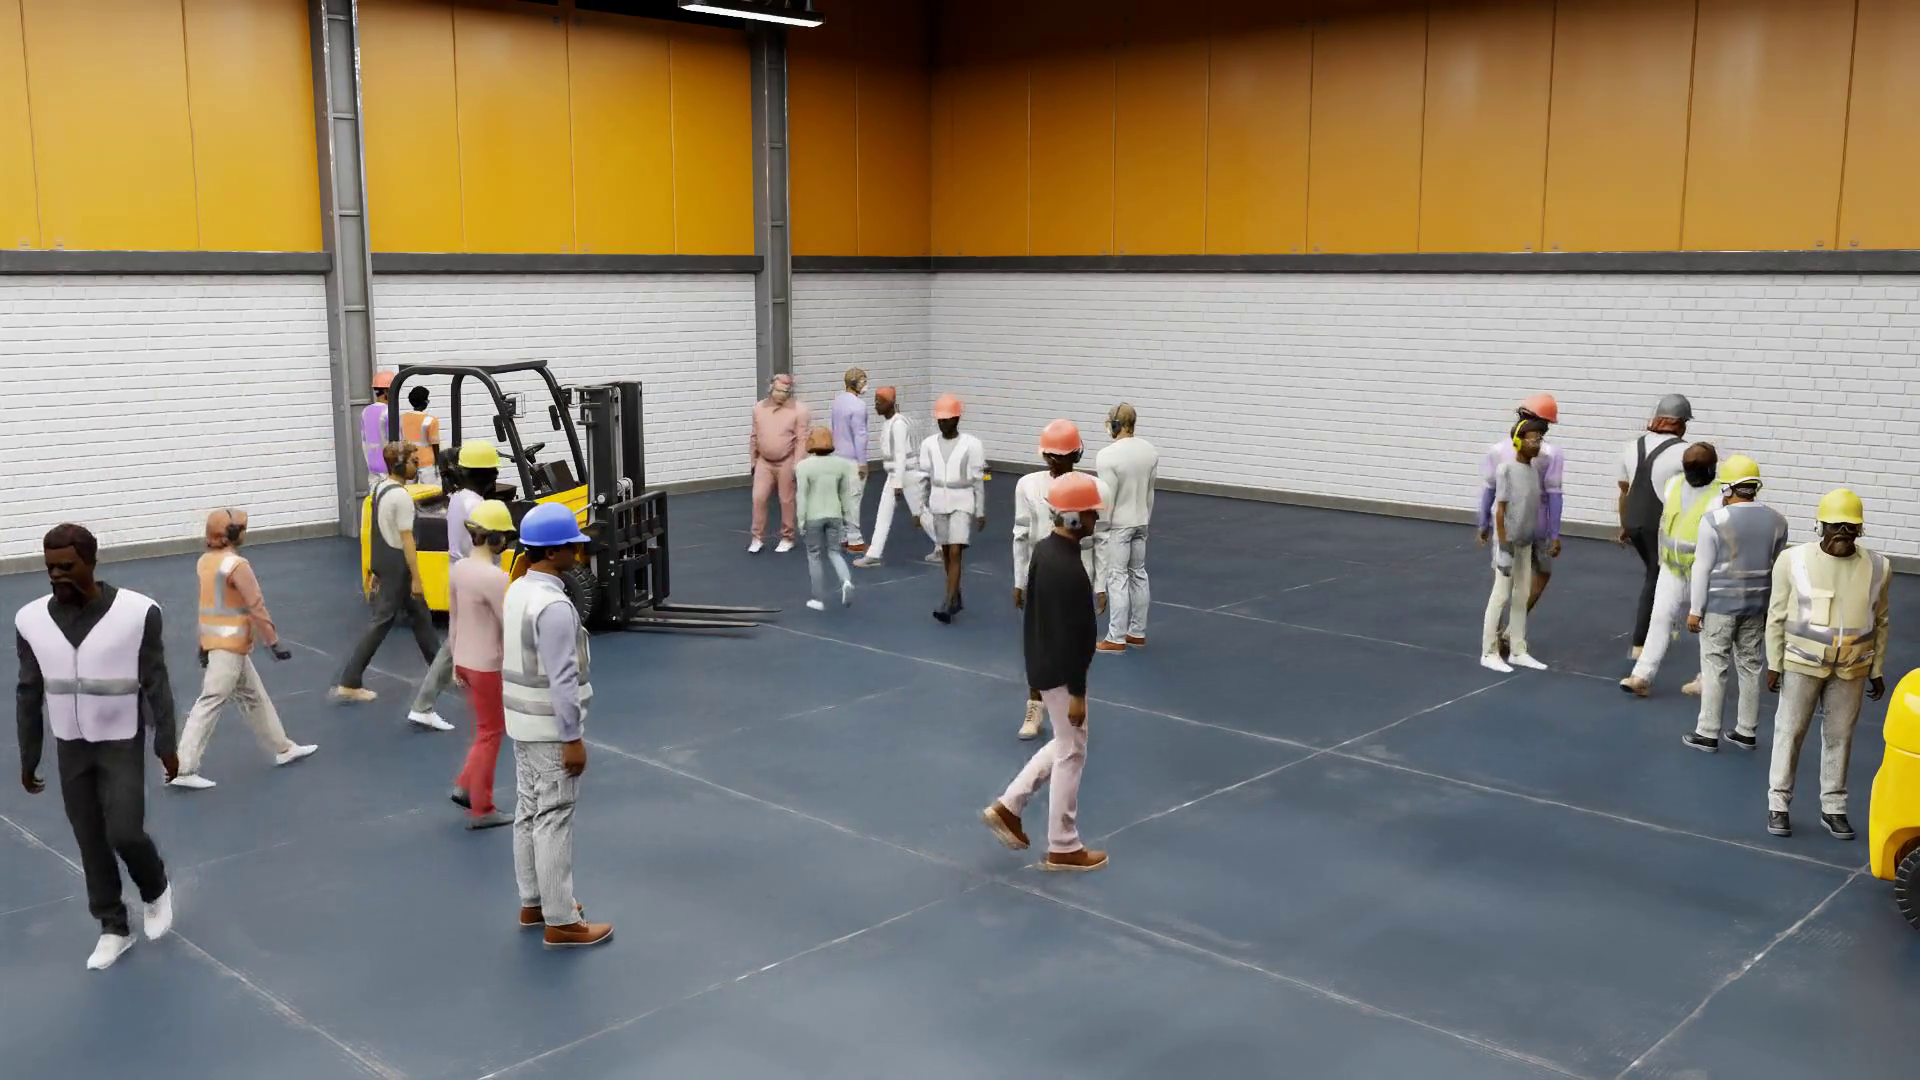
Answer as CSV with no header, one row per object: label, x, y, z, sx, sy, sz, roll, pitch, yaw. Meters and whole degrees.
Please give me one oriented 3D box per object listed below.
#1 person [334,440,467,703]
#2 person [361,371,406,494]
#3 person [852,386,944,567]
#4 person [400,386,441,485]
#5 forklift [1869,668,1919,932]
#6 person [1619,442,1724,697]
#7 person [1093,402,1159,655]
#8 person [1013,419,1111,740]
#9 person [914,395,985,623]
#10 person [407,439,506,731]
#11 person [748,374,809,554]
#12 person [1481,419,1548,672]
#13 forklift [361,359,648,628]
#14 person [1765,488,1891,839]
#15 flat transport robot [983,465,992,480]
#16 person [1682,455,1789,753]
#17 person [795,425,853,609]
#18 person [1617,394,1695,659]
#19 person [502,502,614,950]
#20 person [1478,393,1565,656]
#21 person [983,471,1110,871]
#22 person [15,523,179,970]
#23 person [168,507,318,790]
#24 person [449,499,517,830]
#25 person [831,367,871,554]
person,-3.880,0.210,11.416,0.989,1.793,0.520,-6,11,-34
person,-5.748,-0.729,16.705,0.549,1.934,0.374,7,11,36
person,-0.531,-0.630,16.528,1.054,1.813,0.585,-4,10,-22
person,-5.855,-0.820,18.023,0.530,1.690,0.321,3,10,15
forklift,5.205,0.723,7.013,2.313,2.155,1.214,9,13,43
person,4.940,0.220,11.341,0.922,1.786,0.685,-5,11,-30
person,1.248,-0.088,12.764,0.372,1.940,0.632,9,13,44
person,0.624,0.257,10.366,0.606,2.033,0.403,2,9,12
person,-0.126,-0.256,13.925,0.567,1.890,0.958,4,10,22
person,-3.103,0.293,10.620,0.966,1.886,0.598,-6,11,-31
person,-1.904,-0.770,17.154,0.665,1.873,0.720,3,10,15
person,4.096,0.042,12.229,0.524,1.862,0.335,-7,12,-38
forklift,-3.850,-0.407,13.936,2.313,2.155,1.214,2,9,11
person,4.491,0.639,8.624,0.586,1.835,0.403,2,9,11
flat transport robot,0.032,-1.017,23.560,0.652,0.197,1.431,-1,9,-6
person,4.731,0.391,10.186,0.590,1.826,0.403,-2,9,-12
person,-1.153,-0.175,14.290,0.502,1.618,0.525,-6,11,-31
person,5.440,-0.125,12.676,0.852,2.000,0.691,-3,10,-20
person,-1.791,0.802,7.275,0.399,1.949,0.605,-6,11,-31
person,4.249,-0.104,12.620,0.503,2.013,0.741,-9,13,-44
person,0.463,0.649,8.098,0.519,1.981,0.640,-2,9,-11
person,-3.643,0.862,7.031,0.628,1.902,0.443,0,9,-2
person,-4.189,0.610,9.562,0.900,1.586,0.517,-8,13,-42
person,-2.475,0.659,8.762,0.381,1.747,0.521,-7,12,-38
person,-1.129,-0.827,17.314,0.375,1.934,0.628,-5,10,-28
